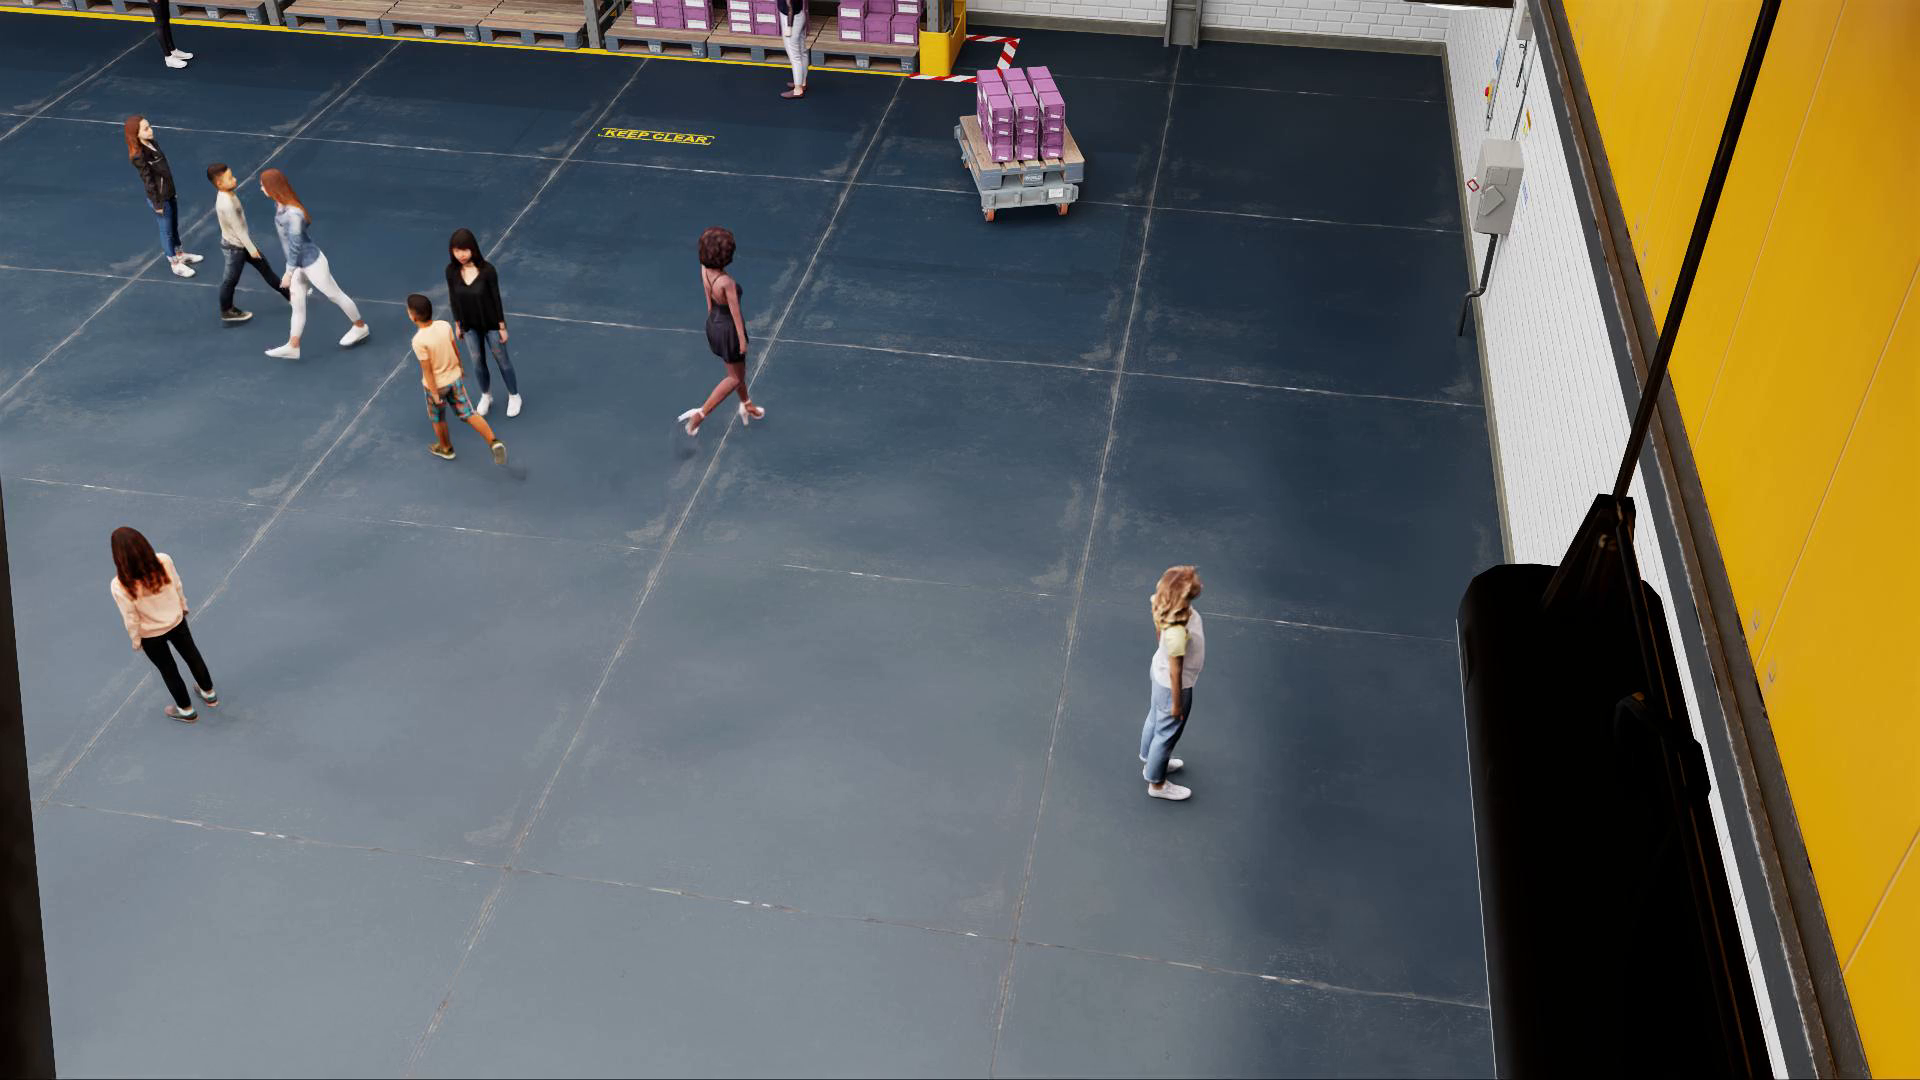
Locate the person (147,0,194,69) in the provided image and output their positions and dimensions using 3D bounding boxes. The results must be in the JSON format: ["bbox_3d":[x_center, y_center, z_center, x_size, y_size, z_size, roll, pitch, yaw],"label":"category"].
[{"bbox_3d":[-8.922,-6.136,18.448,0.594,1.742,0.632,-1,39,-2],"label":"person"}]

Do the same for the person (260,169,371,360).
[{"bbox_3d":[-5.270,-2.273,13.688,1.102,1.645,1.097,-28,46,-30],"label":"person"}]

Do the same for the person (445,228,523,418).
[{"bbox_3d":[-3.737,-1.708,12.983,0.506,1.643,0.640,1,39,1],"label":"person"}]

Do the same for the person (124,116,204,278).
[{"bbox_3d":[-7.139,-3.086,14.836,0.591,1.484,0.613,-3,39,-4],"label":"person"}]

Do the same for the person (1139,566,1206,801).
[{"bbox_3d":[1.231,0.827,9.744,0.632,1.723,0.677,-3,39,-4],"label":"person"}]

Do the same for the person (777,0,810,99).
[{"bbox_3d":[-1.797,-5.529,17.796,0.534,1.607,0.598,8,39,10],"label":"person"}]

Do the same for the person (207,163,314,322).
[{"bbox_3d":[-6.212,-2.489,14.136,1.074,1.424,0.833,-10,40,-13],"label":"person"}]

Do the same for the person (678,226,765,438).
[{"bbox_3d":[-1.840,-1.523,12.652,1.024,1.767,0.997,-27,46,-30],"label":"person"}]

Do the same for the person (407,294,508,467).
[{"bbox_3d":[-3.807,-1.150,12.456,1.030,1.429,0.804,24,45,27],"label":"person"}]

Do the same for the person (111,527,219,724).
[{"bbox_3d":[-4.965,0.519,10.322,0.620,1.484,0.633,21,43,24],"label":"person"}]
